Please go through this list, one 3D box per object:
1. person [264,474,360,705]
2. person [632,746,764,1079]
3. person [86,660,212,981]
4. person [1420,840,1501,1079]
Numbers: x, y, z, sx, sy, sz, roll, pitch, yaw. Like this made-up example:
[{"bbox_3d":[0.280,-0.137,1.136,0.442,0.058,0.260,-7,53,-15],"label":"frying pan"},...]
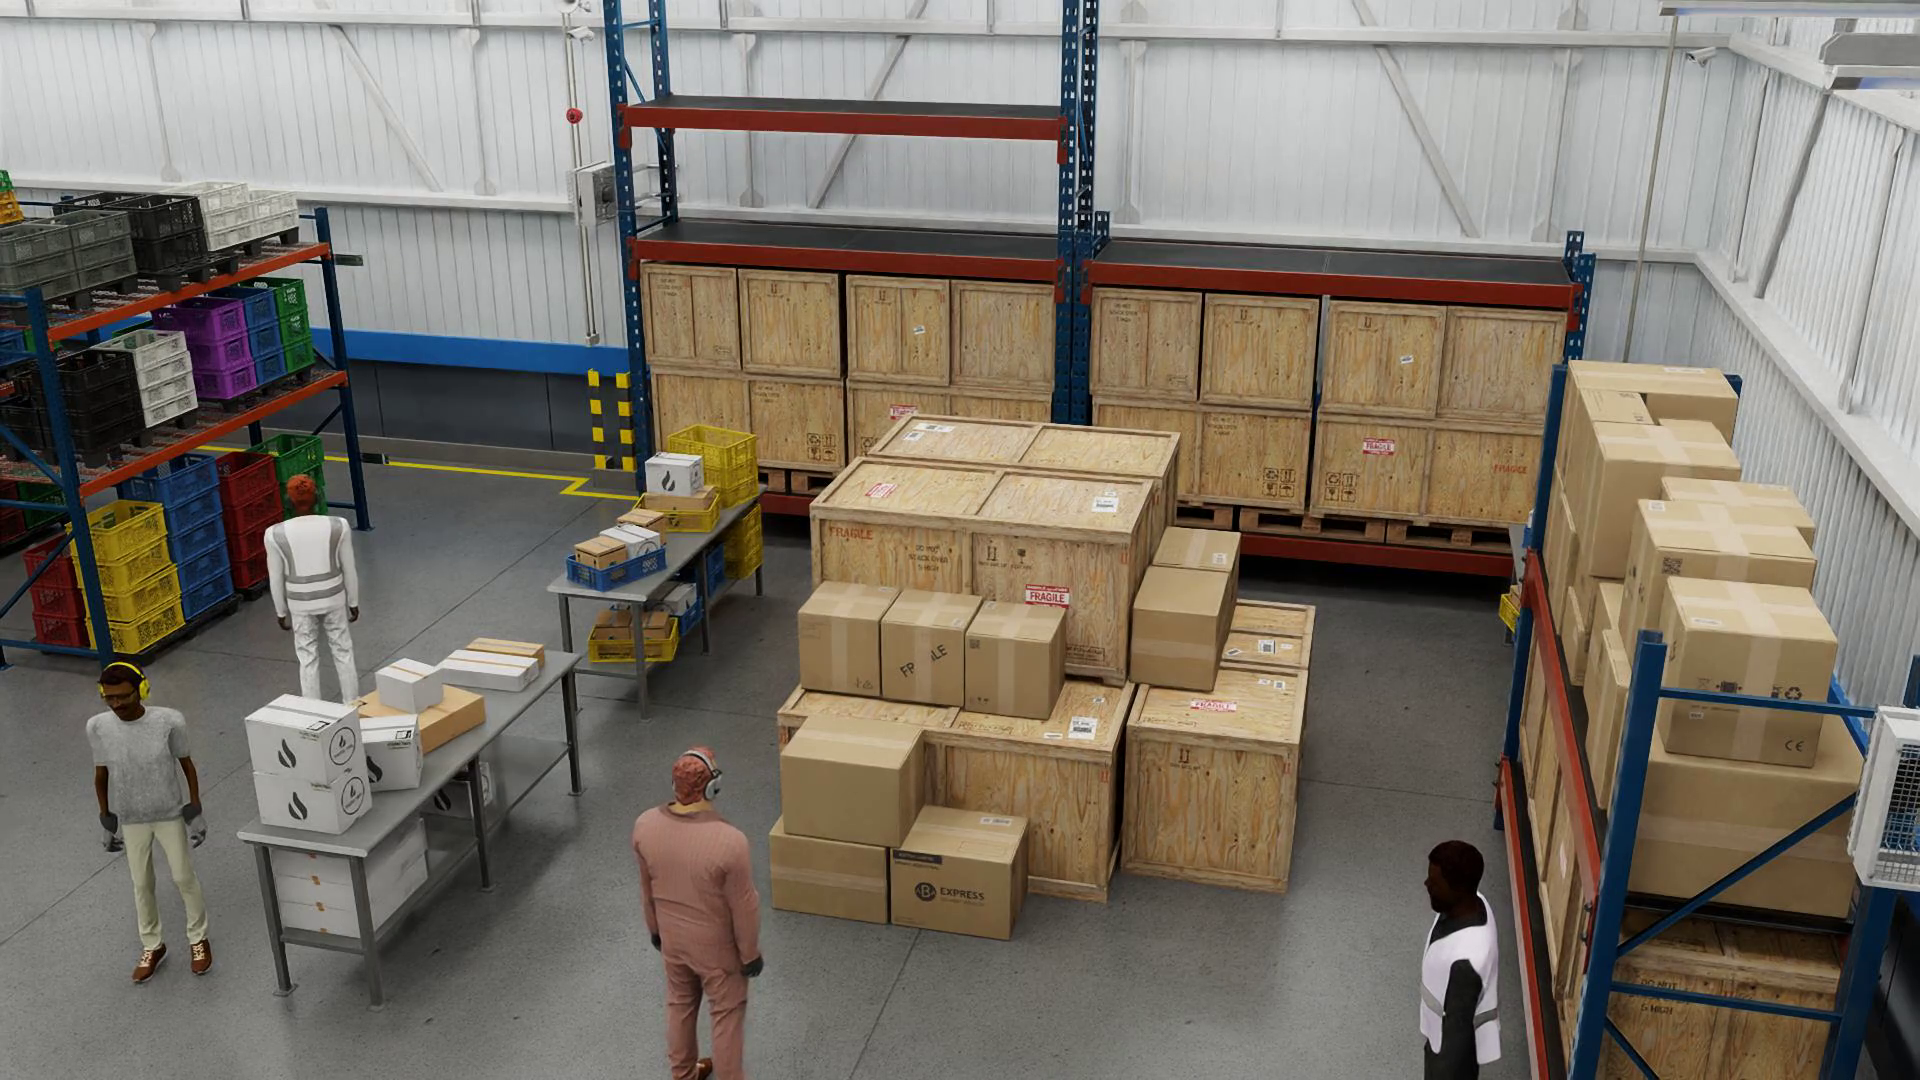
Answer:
[{"bbox_3d":[-4.486,0.446,11.615,0.564,1.877,0.358,-10,23,-24],"label":"person"},{"bbox_3d":[-1.208,1.858,7.888,0.648,1.899,0.397,11,23,26],"label":"person"},{"bbox_3d":[-4.320,1.489,8.892,0.535,1.868,0.309,-5,21,-12],"label":"person"},{"bbox_3d":[2.102,2.143,7.132,0.409,1.908,0.597,5,22,14],"label":"person"}]
